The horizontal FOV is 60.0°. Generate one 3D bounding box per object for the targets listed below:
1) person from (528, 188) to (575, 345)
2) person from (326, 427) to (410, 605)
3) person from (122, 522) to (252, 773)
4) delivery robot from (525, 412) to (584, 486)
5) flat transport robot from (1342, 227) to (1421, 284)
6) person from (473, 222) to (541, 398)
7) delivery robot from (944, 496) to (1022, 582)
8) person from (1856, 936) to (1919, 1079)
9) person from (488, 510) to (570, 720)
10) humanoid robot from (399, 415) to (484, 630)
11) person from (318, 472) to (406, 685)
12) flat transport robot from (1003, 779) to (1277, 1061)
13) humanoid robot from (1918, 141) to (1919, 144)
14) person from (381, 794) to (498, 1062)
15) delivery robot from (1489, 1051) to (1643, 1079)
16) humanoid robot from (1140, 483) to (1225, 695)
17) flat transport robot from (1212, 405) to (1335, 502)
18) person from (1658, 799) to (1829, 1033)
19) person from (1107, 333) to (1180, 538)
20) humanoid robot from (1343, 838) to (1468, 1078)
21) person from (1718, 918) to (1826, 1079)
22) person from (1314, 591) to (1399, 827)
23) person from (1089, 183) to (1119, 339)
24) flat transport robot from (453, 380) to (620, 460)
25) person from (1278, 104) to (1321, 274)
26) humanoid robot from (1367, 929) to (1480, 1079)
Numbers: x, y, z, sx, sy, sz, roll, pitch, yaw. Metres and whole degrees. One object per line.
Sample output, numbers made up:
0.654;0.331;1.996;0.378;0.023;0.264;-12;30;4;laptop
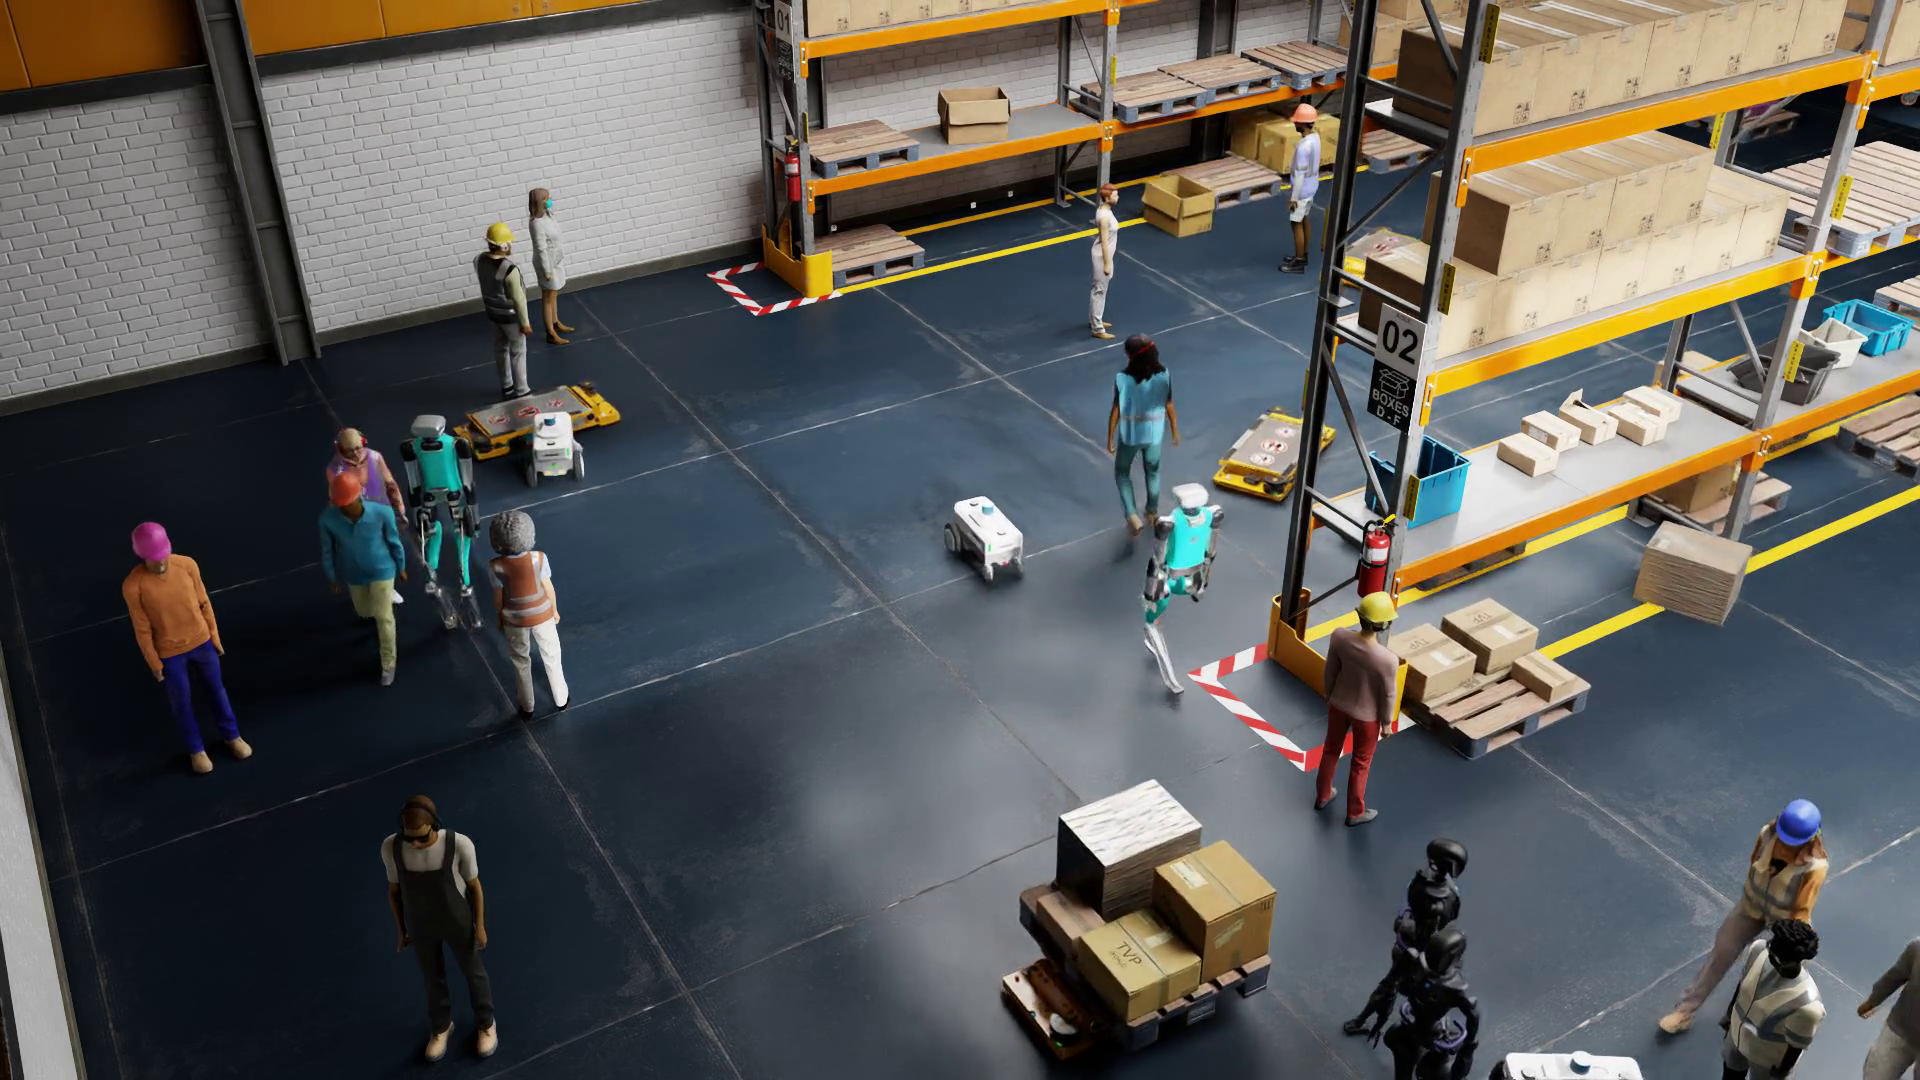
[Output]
-4.270;-2.868;17.345;0.337;1.661;0.491;0;32;0;person
-4.583;-0.135;12.969;0.513;1.663;0.614;-27;41;-35;person
-5.306;0.721;11.339;0.512;1.974;0.406;-27;41;-36;person
-3.707;-0.846;15.174;0.508;0.606;0.777;-6;33;-10;delivery robot
4.852;-3.275;19.306;0.659;0.231;1.431;22;38;31;flat transport robot
-4.392;-2.204;16.142;0.595;1.821;0.403;22;38;31;person
0.223;-0.050;13.905;0.499;0.606;0.808;-14;35;-21;delivery robot
4.940;2.534;8.575;1.029;1.824;0.612;-26;40;-35;person
-3.085;0.543;11.878;0.433;1.689;0.311;-10;33;-15;person
-3.974;-0.015;12.744;0.542;1.779;0.826;-1;32;-1;humanoid robot
-4.423;0.179;12.426;0.572;1.724;0.733;-3;32;-5;person
1.034;2.571;9.984;1.431;0.231;0.659;-17;36;-25;flat transport robot
13.451;-6.171;22.604;0.384;1.646;0.584;-1;32;-2;humanoid robot
-2.868;2.136;9.199;0.505;1.842;0.346;-2;32;-4;person
3.281;3.018;9.020;0.791;0.614;0.499;1;32;2;delivery robot
1.527;0.265;12.273;0.531;1.746;0.928;-12;34;-19;humanoid robot
2.919;-0.811;15.377;0.659;0.231;1.431;17;36;25;flat transport robot
4.512;2.133;9.313;0.868;1.726;0.457;-18;36;-26;person
1.573;-0.853;13.959;0.654;1.851;0.609;-4;32;-6;person
2.562;2.268;9.165;0.697;1.631;0.601;8;33;13;humanoid robot
4.137;2.600;8.595;0.320;1.693;0.533;-7;33;-10;person
2.620;1.095;10.929;0.321;1.765;0.531;-27;41;-36;person
1.520;-2.938;17.459;0.283;1.658;0.451;1;32;1;person
-4.055;-1.153;15.922;1.431;0.231;0.659;-20;37;-29;flat transport robot
3.860;-3.991;18.895;0.393;1.928;0.543;13;34;20;person
2.343;2.631;8.570;0.573;1.640;0.614;-22;38;-31;humanoid robot
